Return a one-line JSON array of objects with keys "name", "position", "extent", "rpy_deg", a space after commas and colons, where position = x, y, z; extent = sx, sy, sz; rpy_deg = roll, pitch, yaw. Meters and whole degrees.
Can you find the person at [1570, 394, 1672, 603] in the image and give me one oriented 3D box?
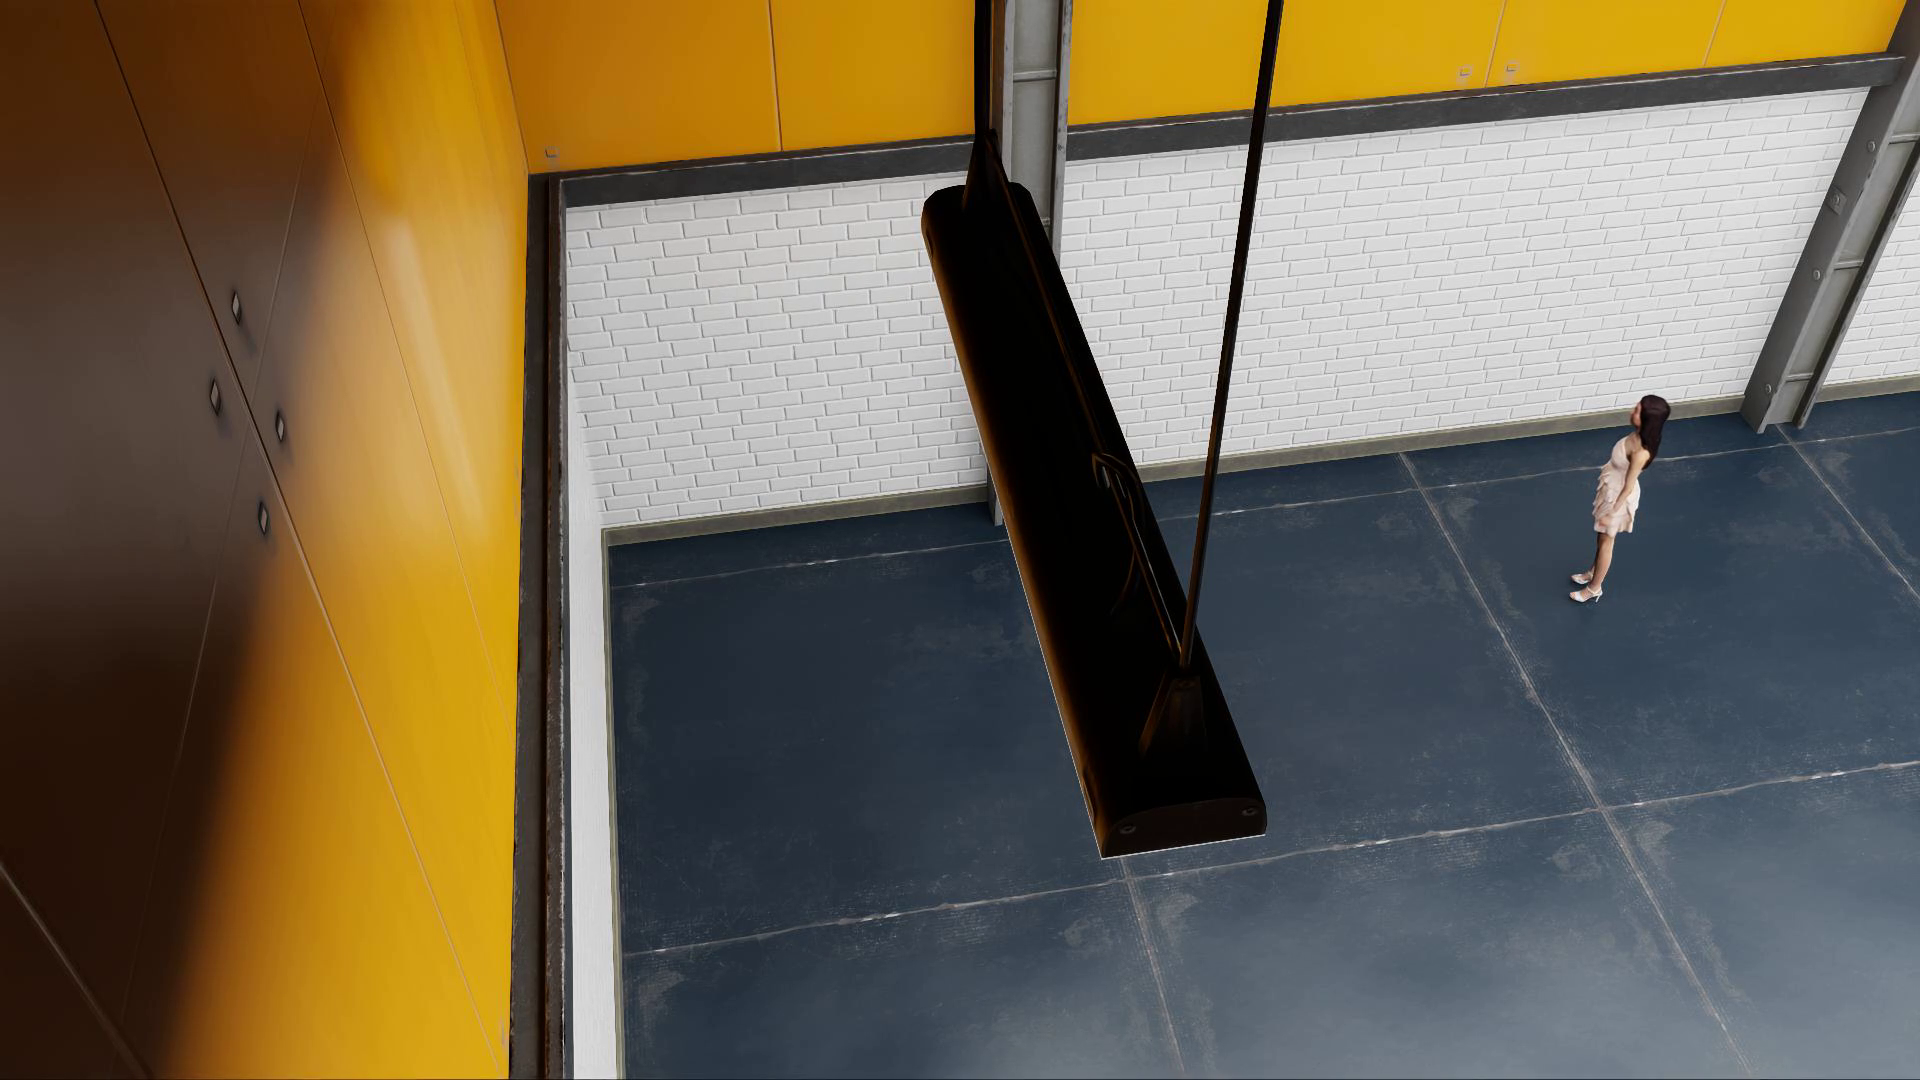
[{"name": "person", "position": [4.356, -0.262, 10.995], "extent": [0.677, 1.736, 0.655], "rpy_deg": [15, 46, 15]}]
